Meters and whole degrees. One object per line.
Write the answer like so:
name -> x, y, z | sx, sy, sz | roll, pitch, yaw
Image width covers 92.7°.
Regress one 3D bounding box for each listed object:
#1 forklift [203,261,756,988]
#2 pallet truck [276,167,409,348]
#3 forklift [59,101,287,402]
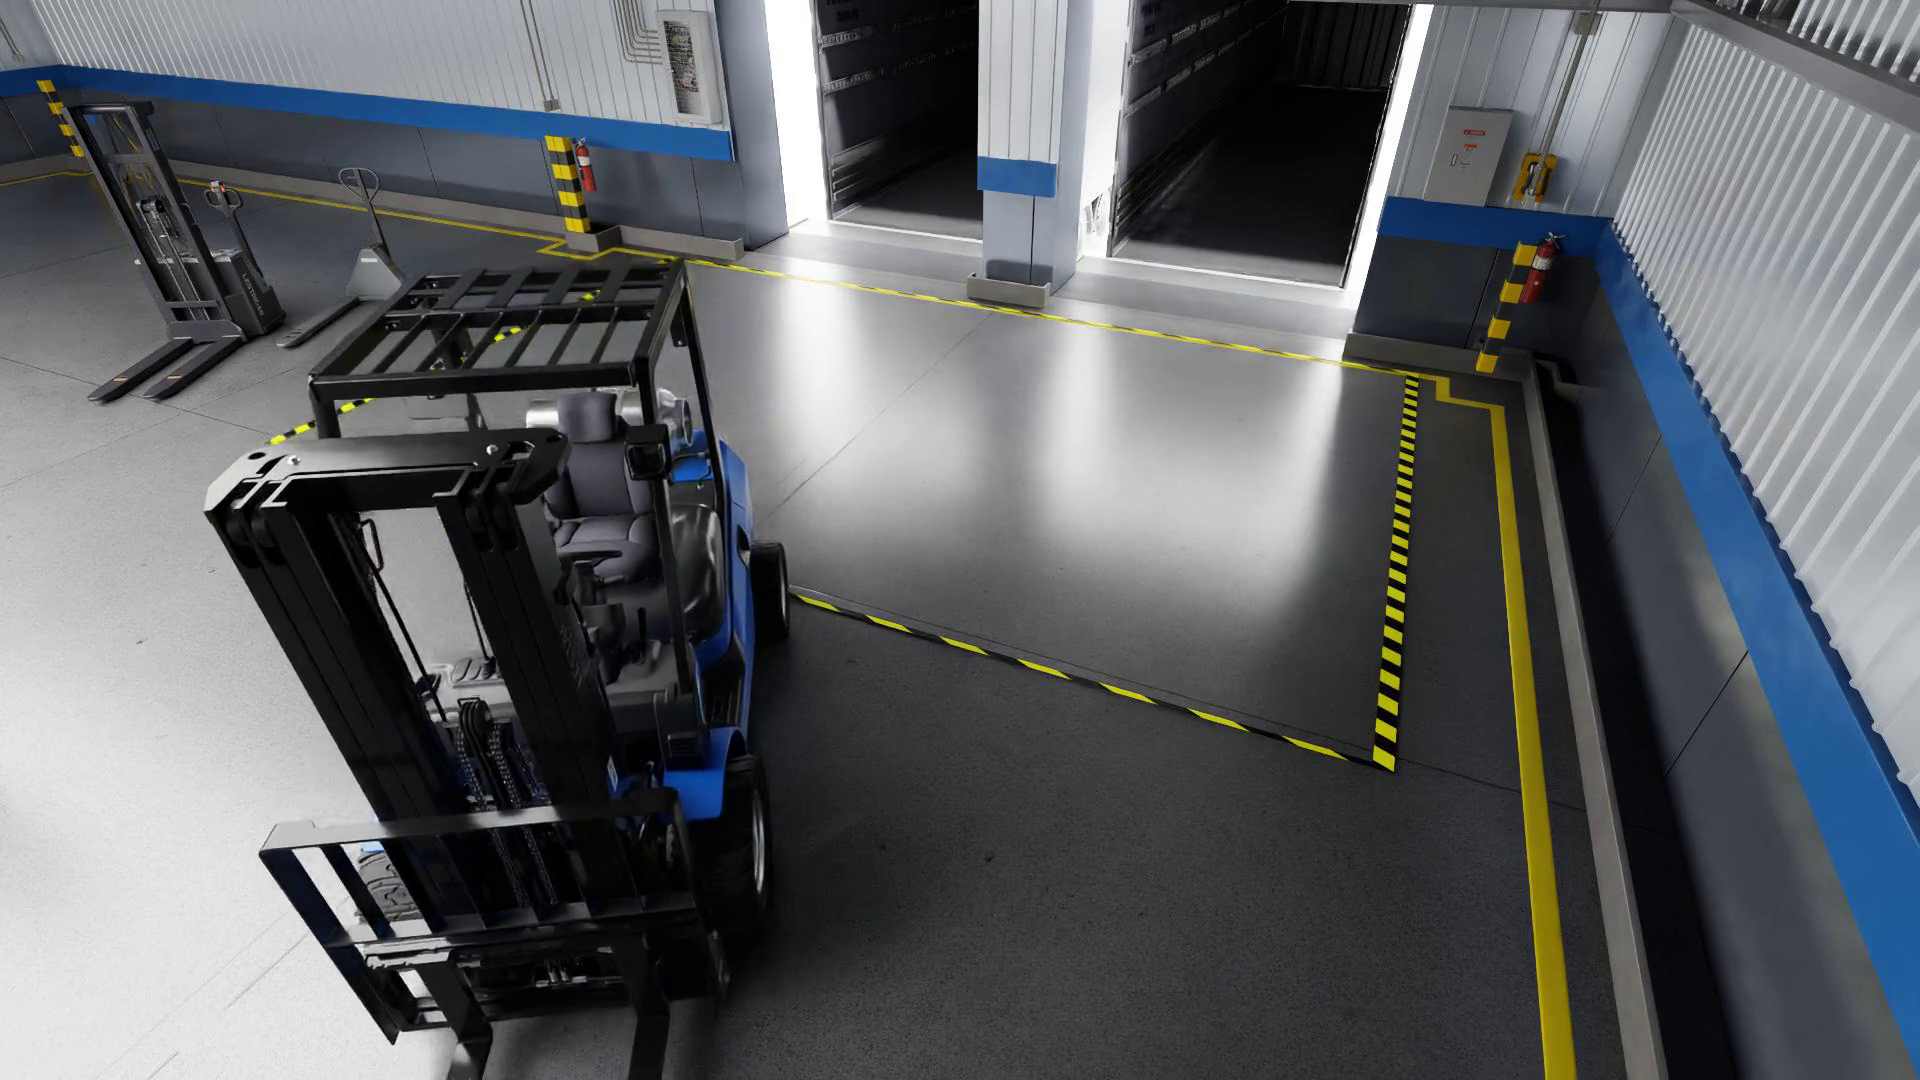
forklift -> -1.507, 0.064, 3.618 | 1.157, 2.036, 2.680 | -4, 35, -6
pallet truck -> -5.732, -2.611, 8.414 | 0.680, 1.201, 1.601 | -1, 35, -1
forklift -> -6.686, -2.387, 7.434 | 0.823, 1.965, 1.885 | -3, 35, -5
